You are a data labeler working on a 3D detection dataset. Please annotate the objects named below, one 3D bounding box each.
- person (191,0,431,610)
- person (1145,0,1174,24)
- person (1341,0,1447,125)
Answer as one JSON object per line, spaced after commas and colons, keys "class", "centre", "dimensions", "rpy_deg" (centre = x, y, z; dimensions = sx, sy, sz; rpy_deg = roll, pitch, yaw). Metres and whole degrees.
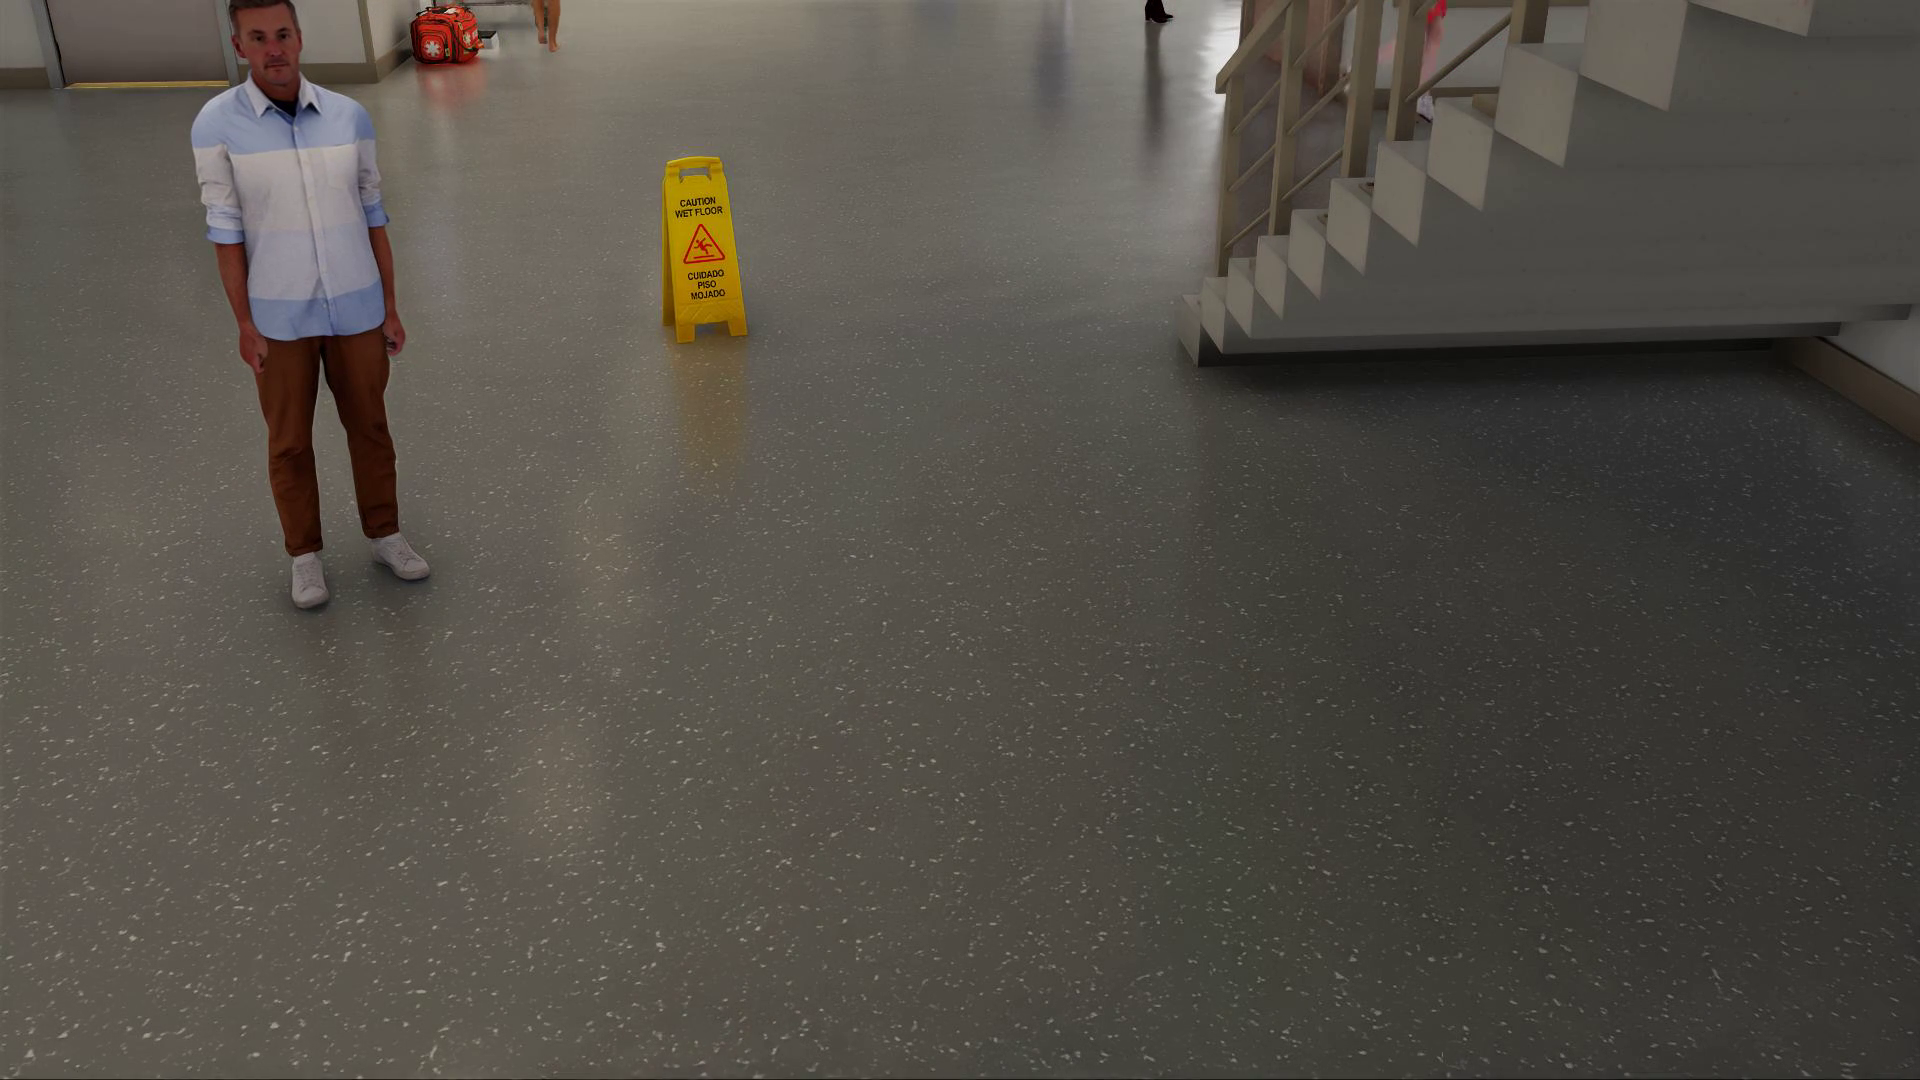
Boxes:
{"class": "person", "centre": [-1.942, -0.713, 4.974], "dimensions": [0.769, 1.827, 0.767], "rpy_deg": [-17, 31, -32]}
{"class": "person", "centre": [1.899, -5.763, 15.581], "dimensions": [0.723, 1.710, 0.601], "rpy_deg": [10, 27, 19]}
{"class": "person", "centre": [3.036, -3.720, 11.246], "dimensions": [0.994, 1.797, 1.034], "rpy_deg": [13, 29, 25]}
